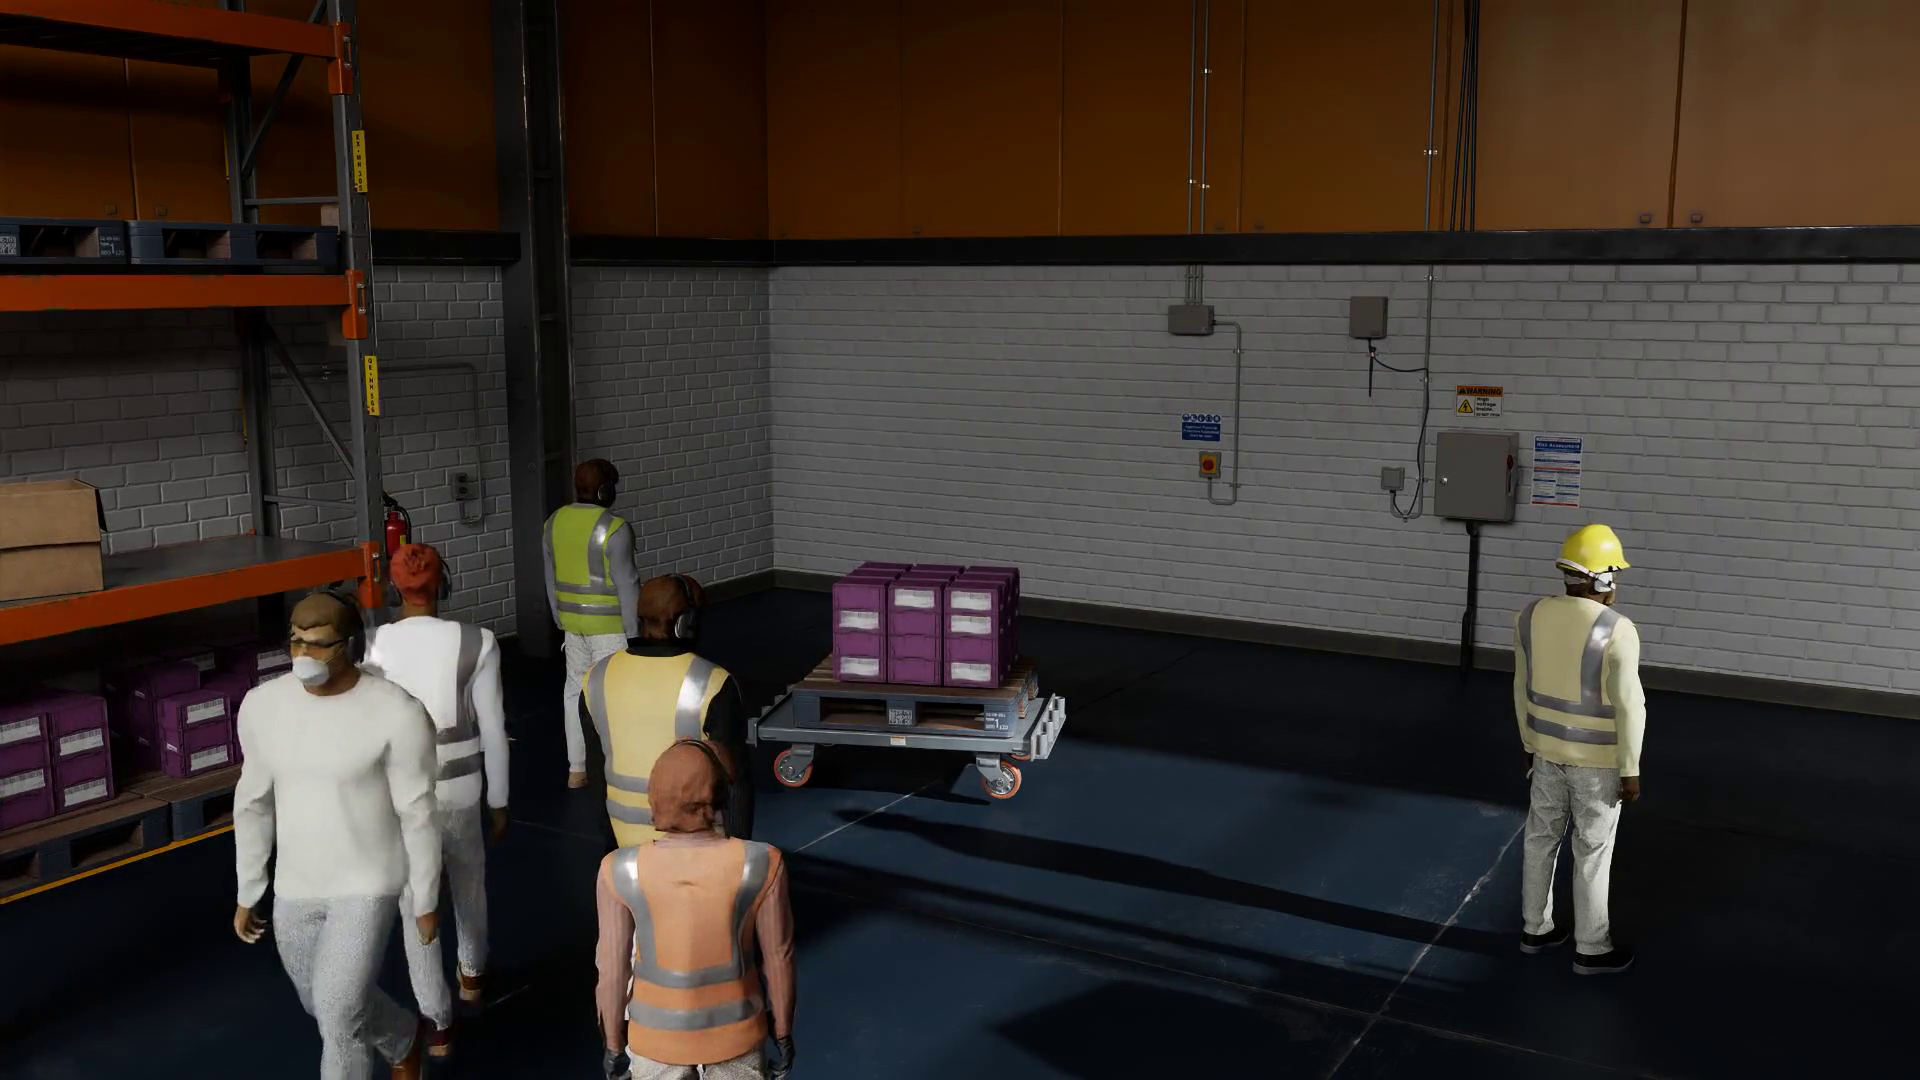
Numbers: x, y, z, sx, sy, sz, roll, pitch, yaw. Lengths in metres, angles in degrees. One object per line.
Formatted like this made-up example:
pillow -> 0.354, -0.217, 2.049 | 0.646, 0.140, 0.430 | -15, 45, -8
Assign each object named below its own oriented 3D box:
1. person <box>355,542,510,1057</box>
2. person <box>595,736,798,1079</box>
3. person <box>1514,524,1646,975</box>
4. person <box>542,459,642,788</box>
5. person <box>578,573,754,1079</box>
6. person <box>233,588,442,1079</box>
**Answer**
person -> -1.991, 0.920, 6.256 | 0.568, 1.850, 0.844 | -3, 10, -18
person -> -0.688, 1.329, 4.384 | 0.523, 1.636, 0.310 | -1, 9, -8
person -> 2.536, 0.845, 6.792 | 0.404, 1.833, 0.590 | -6, 11, -31
person -> -1.969, 0.471, 9.106 | 0.636, 1.840, 0.429 | 6, 11, 33
person -> -0.963, 1.024, 5.675 | 0.621, 1.837, 0.429 | 4, 10, 22
person -> -1.905, 1.066, 5.206 | 0.640, 1.914, 0.916 | 2, 9, 14
